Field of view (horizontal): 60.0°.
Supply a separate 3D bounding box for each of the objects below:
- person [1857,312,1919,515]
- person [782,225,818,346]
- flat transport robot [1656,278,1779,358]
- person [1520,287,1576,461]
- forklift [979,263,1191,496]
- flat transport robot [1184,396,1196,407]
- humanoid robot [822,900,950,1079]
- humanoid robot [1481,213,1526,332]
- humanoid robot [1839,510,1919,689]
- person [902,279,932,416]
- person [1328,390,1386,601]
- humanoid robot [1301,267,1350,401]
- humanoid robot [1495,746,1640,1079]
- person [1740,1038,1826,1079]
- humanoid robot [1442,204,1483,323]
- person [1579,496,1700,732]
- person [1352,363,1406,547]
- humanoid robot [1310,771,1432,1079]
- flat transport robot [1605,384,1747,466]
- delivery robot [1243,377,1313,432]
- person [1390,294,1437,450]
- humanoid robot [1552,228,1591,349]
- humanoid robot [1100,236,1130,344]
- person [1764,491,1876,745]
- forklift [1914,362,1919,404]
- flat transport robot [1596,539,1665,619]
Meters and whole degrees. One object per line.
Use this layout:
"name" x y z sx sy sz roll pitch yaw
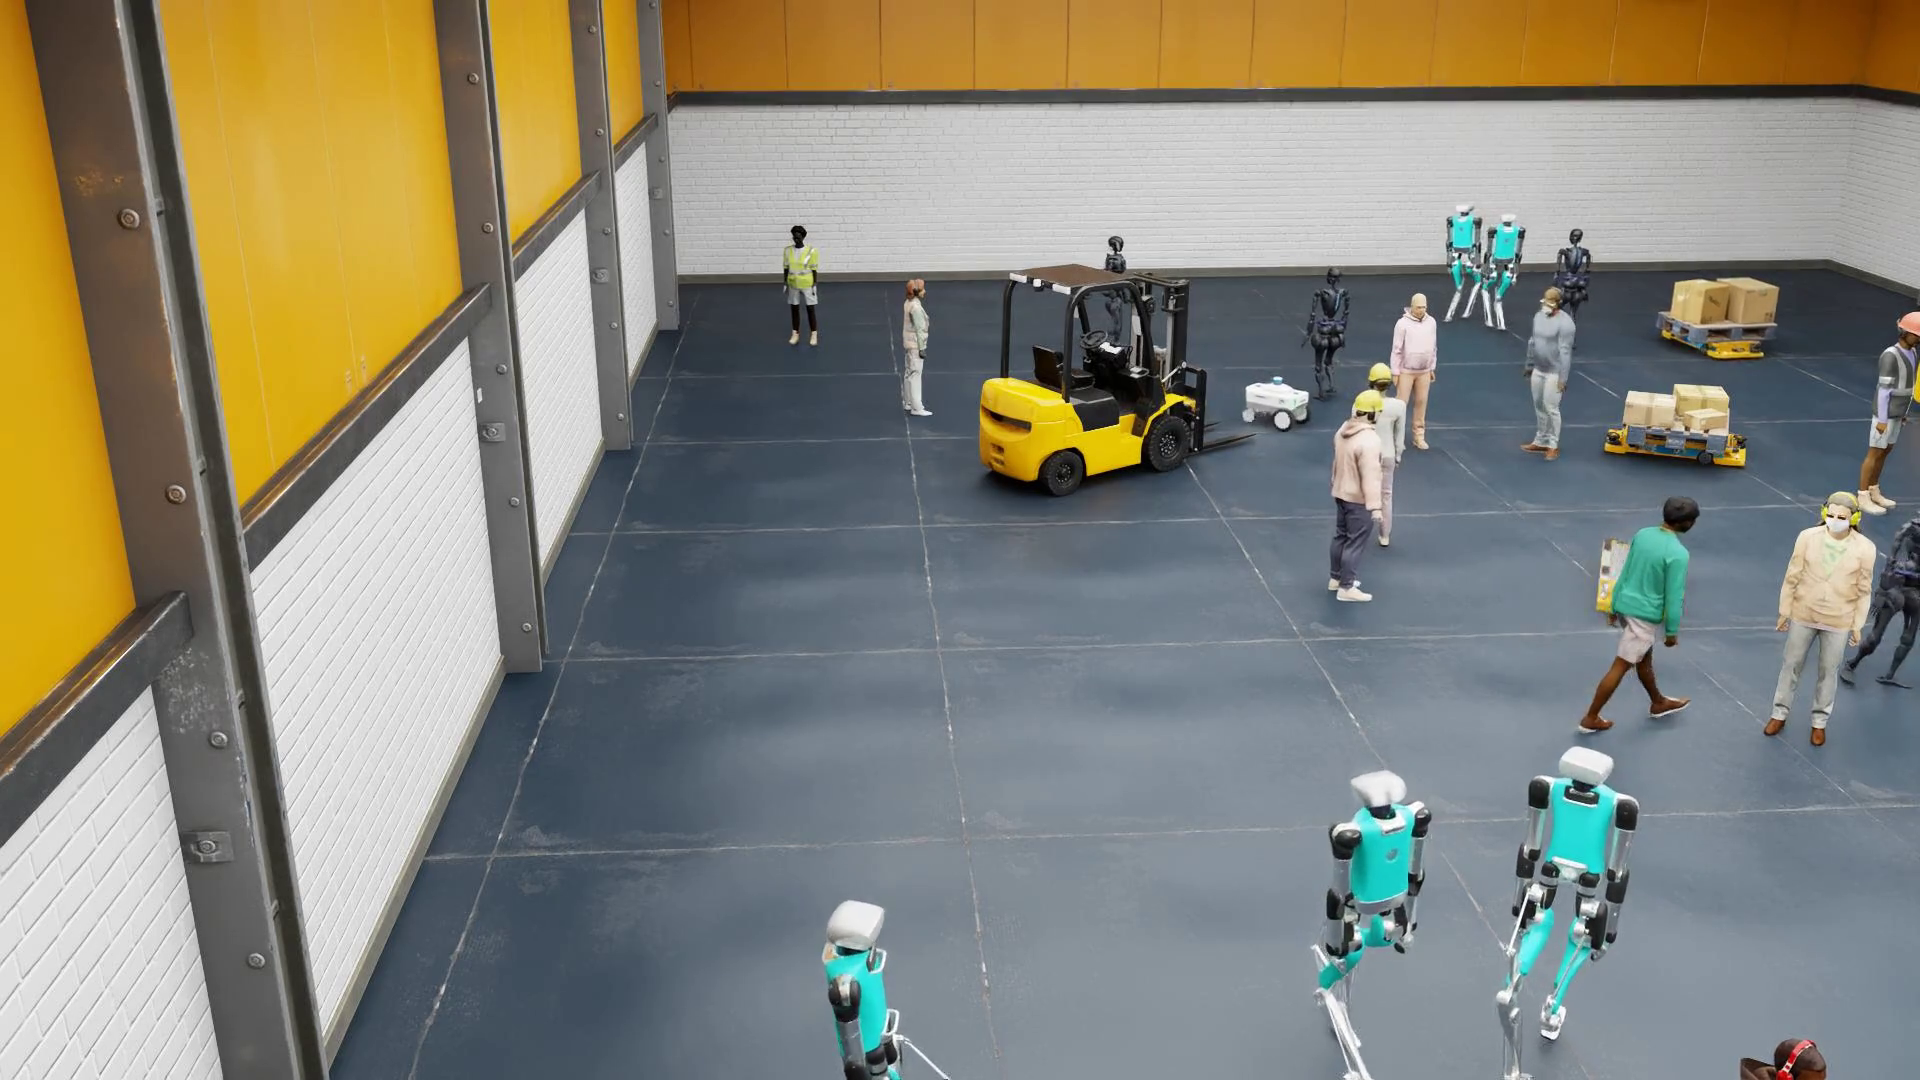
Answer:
"person" 9.279 -1.265 16.520 0.604 2.033 0.388 -18 27 -40
"person" -2.230 -3.562 23.267 0.530 1.690 0.319 6 21 15
"flat transport robot" 10.503 -2.782 23.206 0.659 0.231 1.431 -3 20 -9
"person" 6.433 -1.830 18.230 0.401 1.920 0.712 -7 21 -18
"forklift" 1.315 -1.764 17.646 2.313 2.155 1.214 -14 24 -33
"flat transport robot" 2.136 -1.757 20.416 1.431 0.231 0.659 10 22 24
"humanoid robot" -0.201 2.382 7.083 0.709 1.845 0.550 2 20 5
"humanoid robot" 7.769 -3.866 24.014 0.534 1.766 0.859 1 20 2
"humanoid robot" 7.169 0.351 12.642 0.611 1.644 0.475 -5 21 -15
"person" -0.534 -2.311 19.929 0.308 1.641 0.513 -6 21 -16
"person" 3.412 -0.385 14.368 0.434 1.860 0.809 -4 21 -11
"humanoid robot" 4.516 -2.541 20.505 0.589 1.653 0.339 -8 22 -21
"humanoid robot" 2.915 1.971 8.197 0.541 1.737 1.051 12 24 30
"person" 3.103 2.622 6.487 0.464 1.647 0.308 -9 22 -24
"humanoid robot" 7.547 -4.132 24.788 0.572 1.792 0.842 15 25 35
"person" 4.978 0.539 11.954 1.006 1.786 0.502 -4 21 -12
"person" 3.886 -0.788 15.604 0.532 1.765 0.329 -2 20 -5
"humanoid robot" 1.945 1.885 8.396 0.576 1.783 0.889 -8 21 -20
"flat transport robot" 7.983 -1.073 18.550 1.431 0.231 0.659 9 22 23
"delivery robot" 3.741 -1.616 19.614 0.795 0.593 0.499 17 26 38
"person" 5.047 -1.884 18.580 0.539 1.774 0.422 -4 21 -12
"humanoid robot" 8.480 -3.510 23.167 0.616 1.637 0.541 -5 21 -14
"humanoid robot" 2.091 -3.325 22.650 0.429 1.648 0.583 7 21 20
"person" 6.128 0.541 11.824 0.566 1.874 0.390 12 24 30
"forklift" 12.602 -2.435 19.475 2.313 2.155 1.214 -1 20 -4
"flat transport robot" 6.004 0.339 14.703 0.659 0.231 1.431 8 22 20
